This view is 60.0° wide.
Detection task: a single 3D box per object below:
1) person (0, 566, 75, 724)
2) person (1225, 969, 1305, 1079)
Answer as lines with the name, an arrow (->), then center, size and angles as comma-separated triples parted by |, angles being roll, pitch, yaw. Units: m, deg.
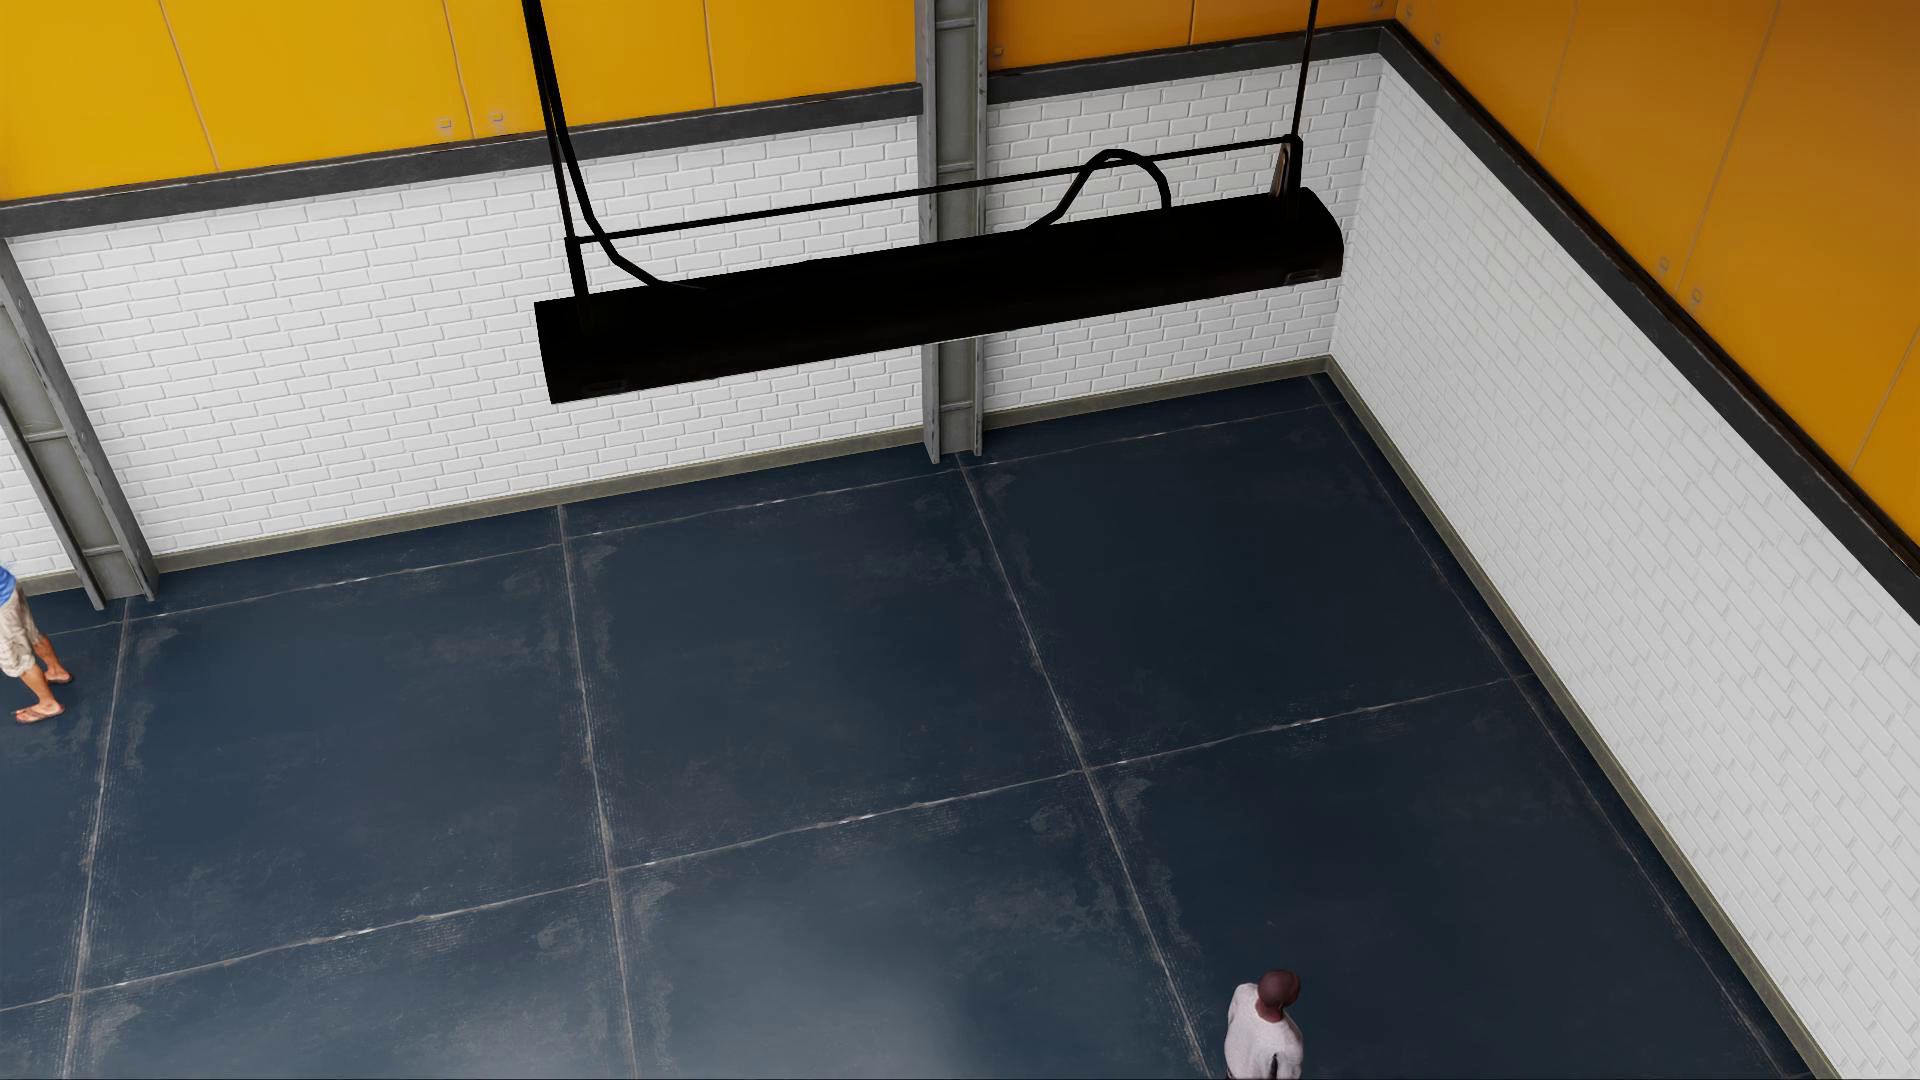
person -> -5.997, 0.361, 10.331 | 0.562, 1.864, 0.636 | -9, 44, -9
person -> 1.435, 2.591, 8.058 | 0.628, 1.772, 0.678 | -23, 48, -23
